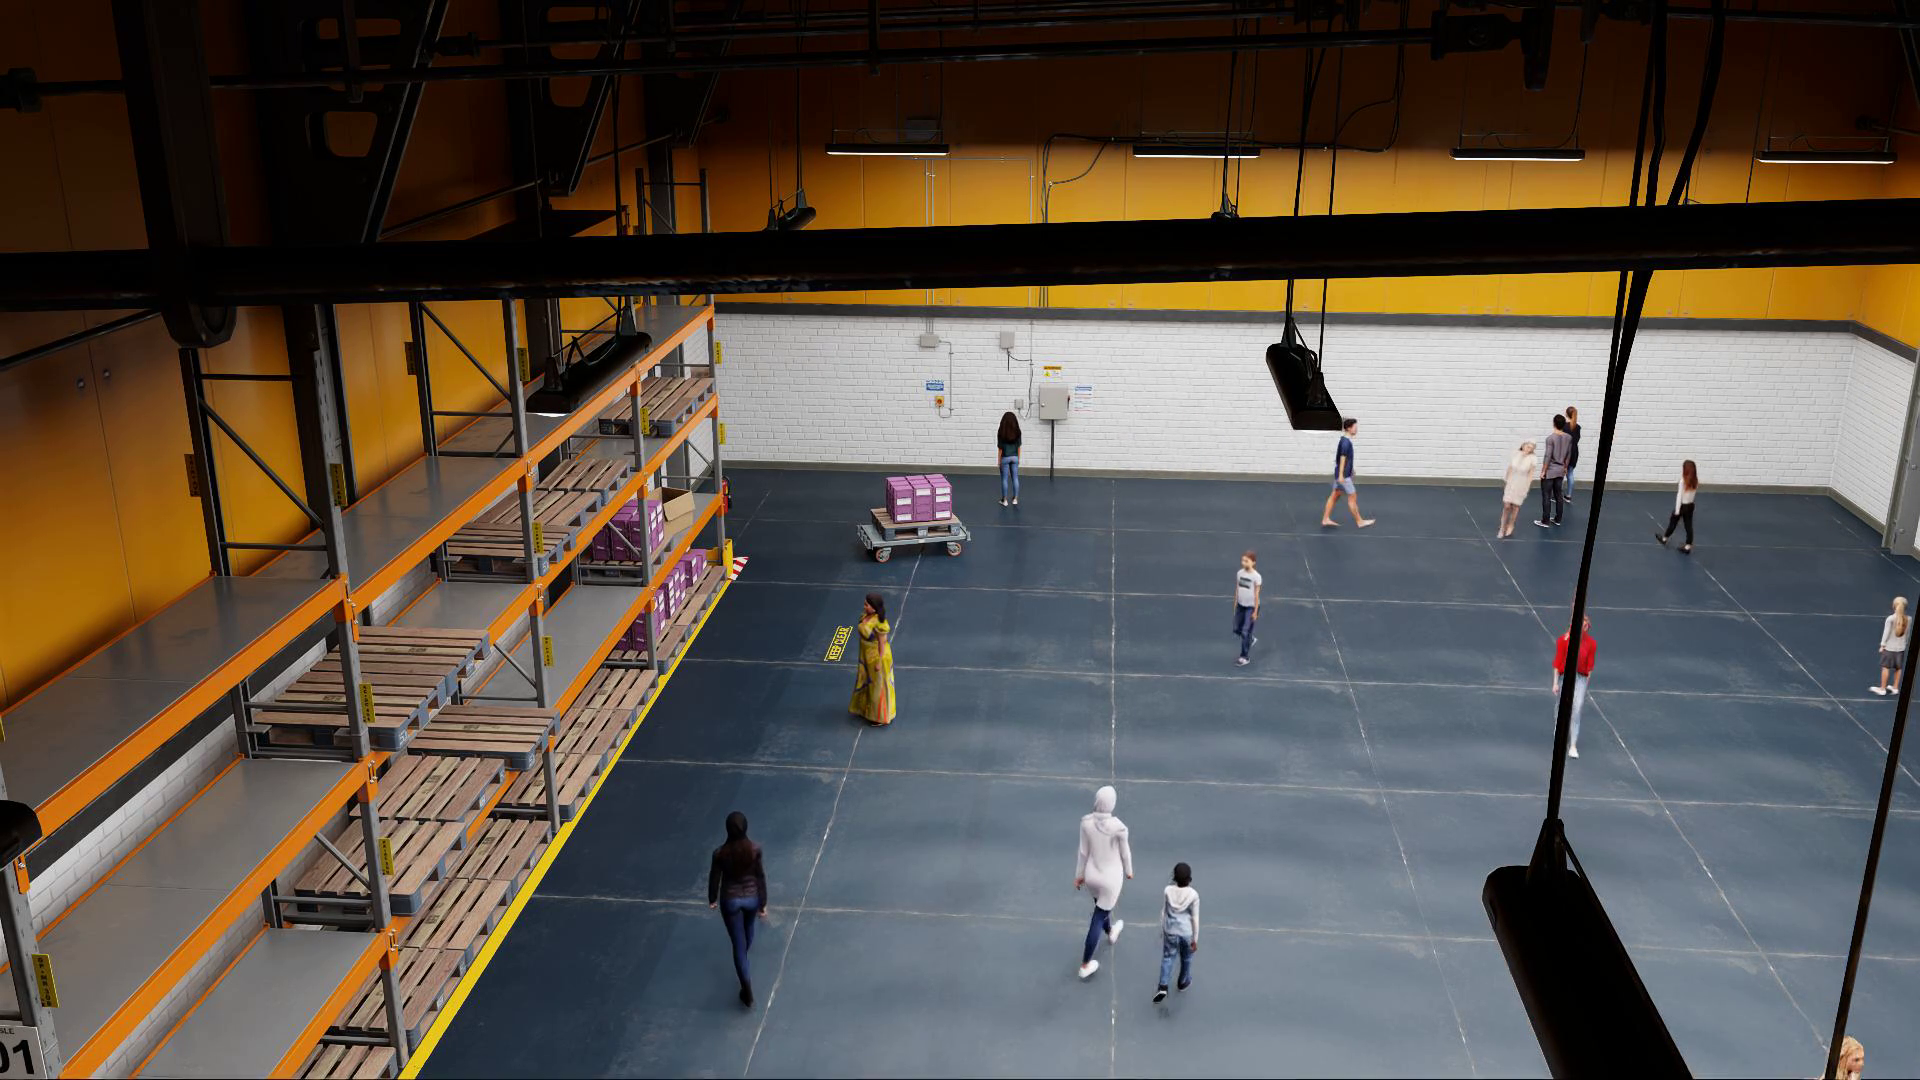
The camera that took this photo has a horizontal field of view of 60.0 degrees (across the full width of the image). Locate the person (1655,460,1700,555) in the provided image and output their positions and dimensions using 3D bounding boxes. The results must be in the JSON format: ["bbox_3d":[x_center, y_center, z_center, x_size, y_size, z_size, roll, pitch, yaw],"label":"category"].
[{"bbox_3d":[11.285,-0.482,25.757,0.813,1.453,1.013,-7,20,-19],"label":"person"}]

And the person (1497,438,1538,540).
[{"bbox_3d":[8.841,-0.825,26.415,0.892,1.683,0.833,-17,25,-42],"label":"person"}]

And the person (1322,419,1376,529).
[{"bbox_3d":[6.121,-1.064,26.925,0.783,1.810,1.032,4,19,12],"label":"person"}]

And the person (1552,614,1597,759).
[{"bbox_3d":[7.024,1.620,19.199,0.733,1.654,1.166,4,19,12],"label":"person"}]

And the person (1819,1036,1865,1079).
[{"bbox_3d":[5.857,4.169,11.484,1.167,1.748,1.311,-12,22,-33],"label":"person"}]

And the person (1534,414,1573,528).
[{"bbox_3d":[9.672,-1.135,27.072,0.744,1.851,0.704,-7,20,-21],"label":"person"}]

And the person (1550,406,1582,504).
[{"bbox_3d":[10.321,-1.456,28.288,0.694,1.683,0.665,-4,19,-12],"label":"person"}]

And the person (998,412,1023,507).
[{"bbox_3d":[0.834,-1.387,28.193,0.677,1.612,0.695,-5,19,-13],"label":"person"}]

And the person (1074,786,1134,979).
[{"bbox_3d":[1.228,3.074,14.760,0.973,1.732,1.173,13,22,33],"label":"person"}]

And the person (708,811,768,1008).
[{"bbox_3d":[-1.888,3.214,14.390,0.938,1.703,1.239,-6,19,-16],"label":"person"}]

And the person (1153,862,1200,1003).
[{"bbox_3d":[1.889,3.428,14.478,0.611,1.241,0.832,5,19,15],"label":"person"}]

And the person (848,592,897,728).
[{"bbox_3d":[-1.019,1.393,19.862,1.062,1.660,0.968,-11,22,-29],"label":"person"}]

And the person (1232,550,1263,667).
[{"bbox_3d":[3.787,0.853,21.635,0.828,1.554,0.753,-17,25,-41],"label":"person"}]

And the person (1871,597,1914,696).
[{"bbox_3d":[11.643,1.312,20.708,0.539,1.275,0.562,-2,19,-6],"label":"person"}]
